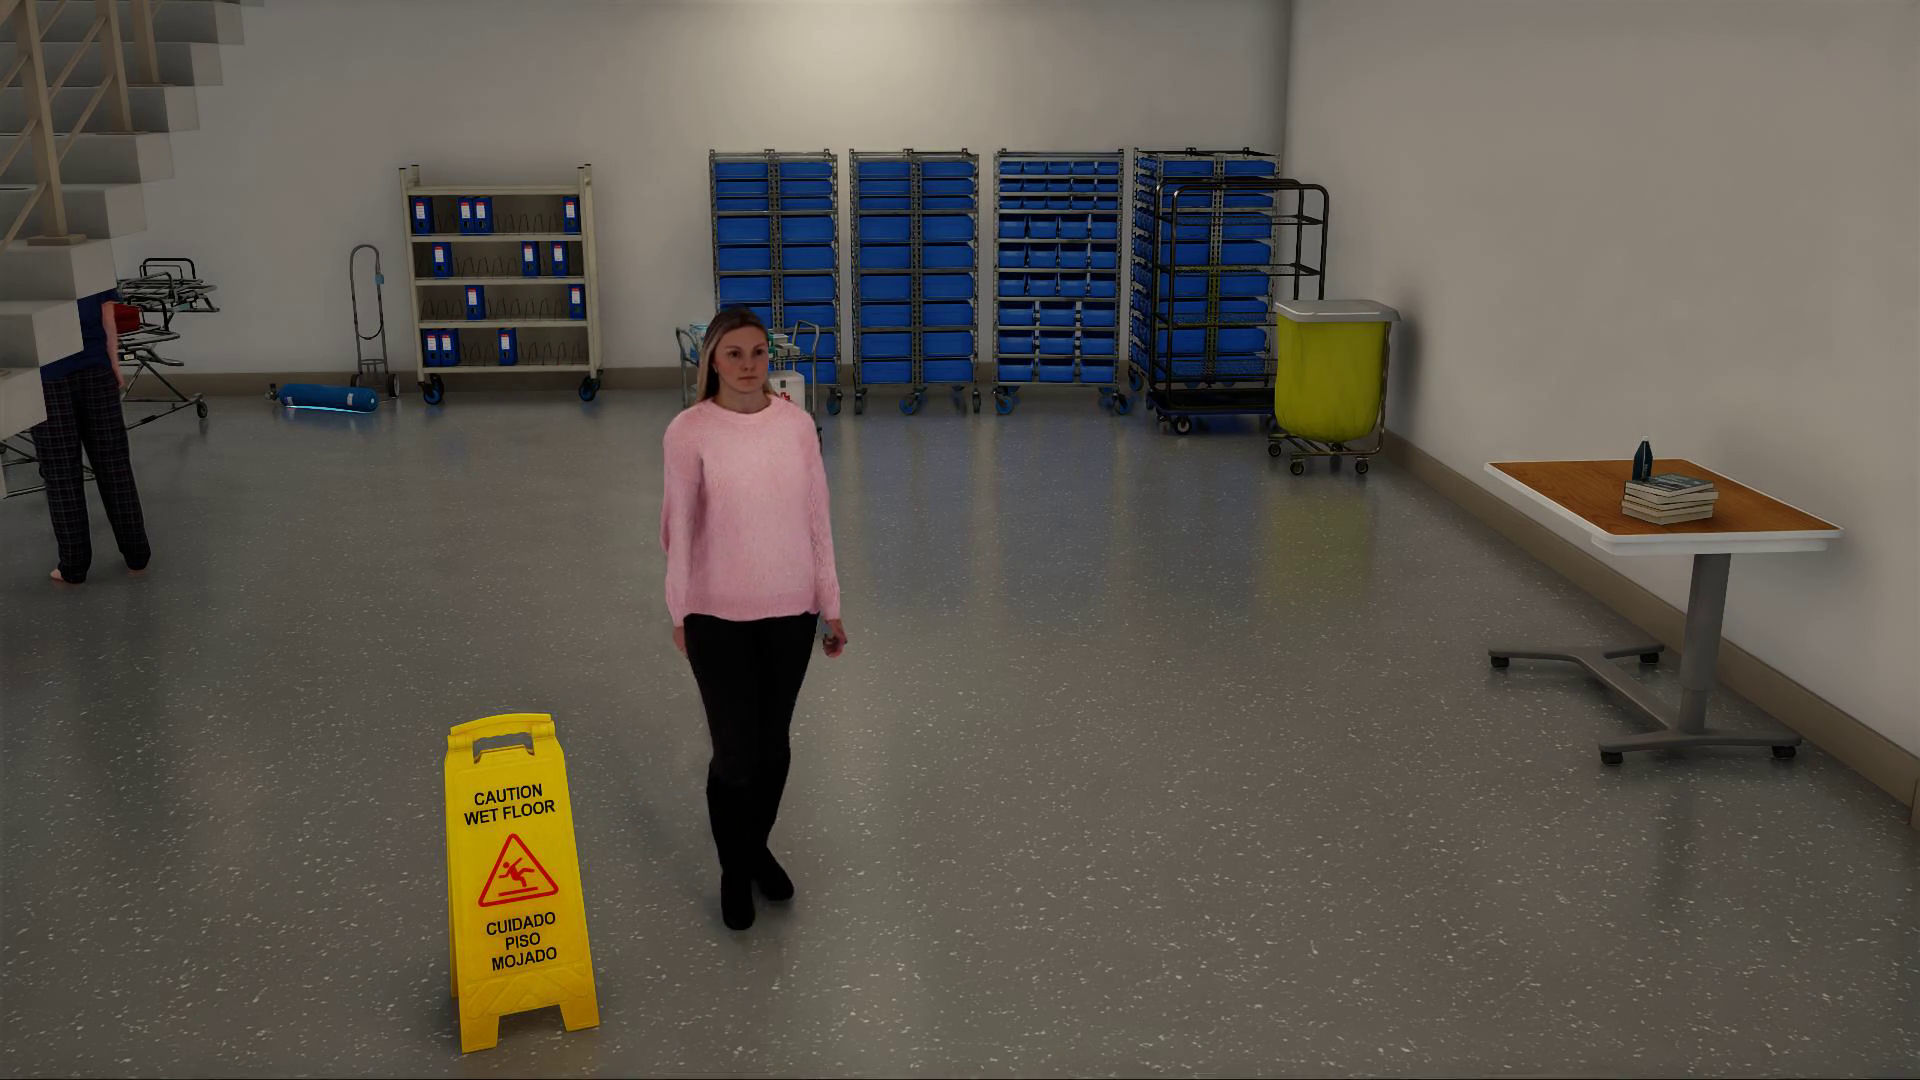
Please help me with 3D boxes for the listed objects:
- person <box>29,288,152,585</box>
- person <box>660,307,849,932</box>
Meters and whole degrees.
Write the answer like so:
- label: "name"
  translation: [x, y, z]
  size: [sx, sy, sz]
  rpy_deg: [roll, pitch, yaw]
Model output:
- label: "person"
  translation: [-4.043, -0.745, 7.546]
  size: [0.735, 1.871, 0.761]
  rpy_deg: [-14, 21, -42]
- label: "person"
  translation: [-0.605, 0.186, 4.604]
  size: [0.717, 1.675, 0.758]
  rpy_deg: [-9, 18, -29]
